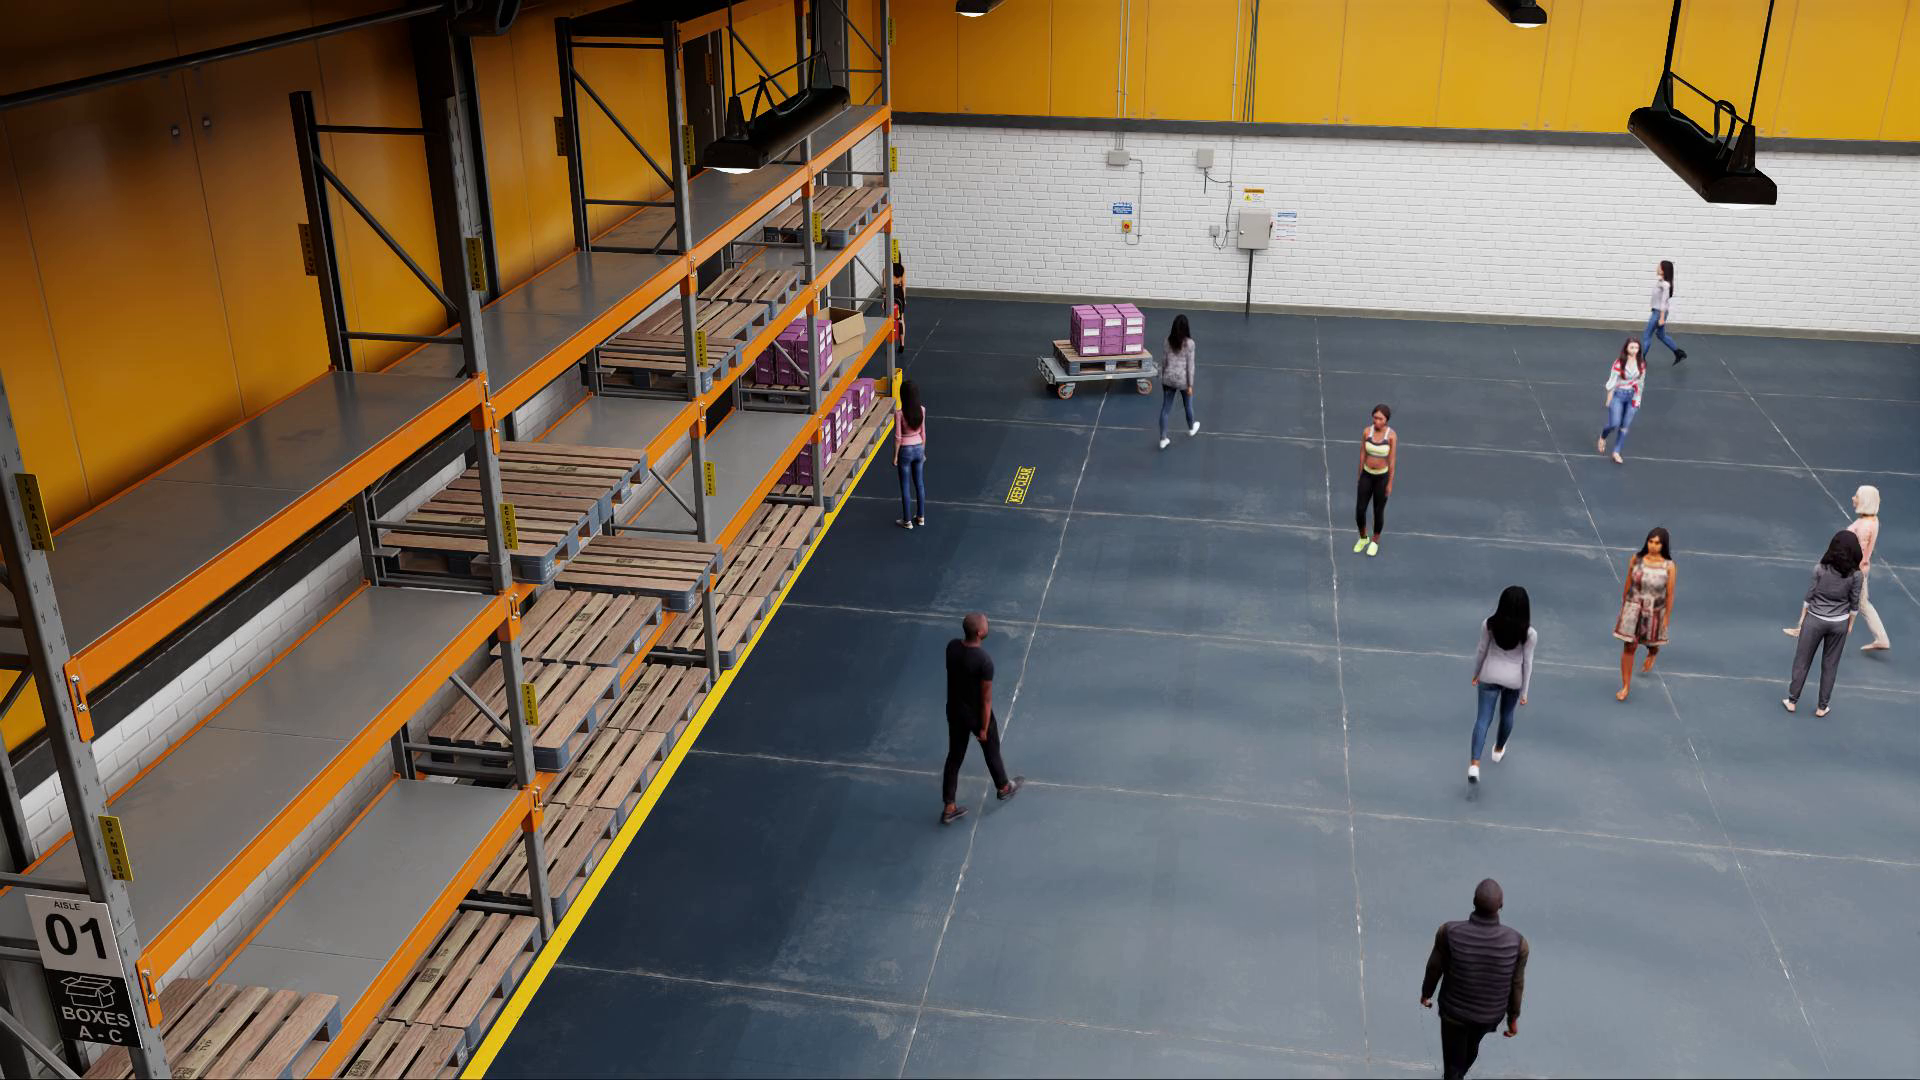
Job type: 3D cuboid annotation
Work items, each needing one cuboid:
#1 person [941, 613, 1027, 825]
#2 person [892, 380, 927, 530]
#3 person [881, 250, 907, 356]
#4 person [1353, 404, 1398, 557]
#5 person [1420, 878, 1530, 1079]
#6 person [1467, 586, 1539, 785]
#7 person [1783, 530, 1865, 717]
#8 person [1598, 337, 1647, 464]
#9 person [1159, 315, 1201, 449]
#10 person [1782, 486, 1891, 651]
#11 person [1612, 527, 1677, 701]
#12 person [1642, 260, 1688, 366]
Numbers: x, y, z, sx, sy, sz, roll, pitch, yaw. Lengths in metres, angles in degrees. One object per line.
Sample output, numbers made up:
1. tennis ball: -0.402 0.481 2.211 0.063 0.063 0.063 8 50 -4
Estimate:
1. person: 0.009 1.445 13.236 1.068 1.784 1.205 21 31 40
2. person: -0.569 -0.982 18.843 0.650 1.742 0.703 -15 28 -30
3. person: -0.975 -3.576 24.891 0.621 1.650 0.667 -14 27 -28
4. person: 4.570 -0.676 18.147 0.662 1.739 0.704 12 26 26
5. person: 3.043 2.881 9.945 0.702 1.789 1.121 4 24 9
6. person: 4.472 1.230 13.826 0.850 1.707 1.203 11 26 24
7. person: 7.745 0.746 14.866 0.631 1.761 0.580 9 25 20
8. person: 8.302 -1.789 20.861 0.672 1.604 0.734 -1 24 -3
9. person: 2.730 -1.996 21.221 0.868 1.694 1.139 13 27 27
10. person: 8.659 0.317 15.949 1.004 1.680 1.185 15 28 30
11. person: 6.329 0.631 15.302 0.897 1.623 1.133 16 28 32
12. person: 10.276 -3.258 24.218 0.775 1.607 1.000 8 25 17
